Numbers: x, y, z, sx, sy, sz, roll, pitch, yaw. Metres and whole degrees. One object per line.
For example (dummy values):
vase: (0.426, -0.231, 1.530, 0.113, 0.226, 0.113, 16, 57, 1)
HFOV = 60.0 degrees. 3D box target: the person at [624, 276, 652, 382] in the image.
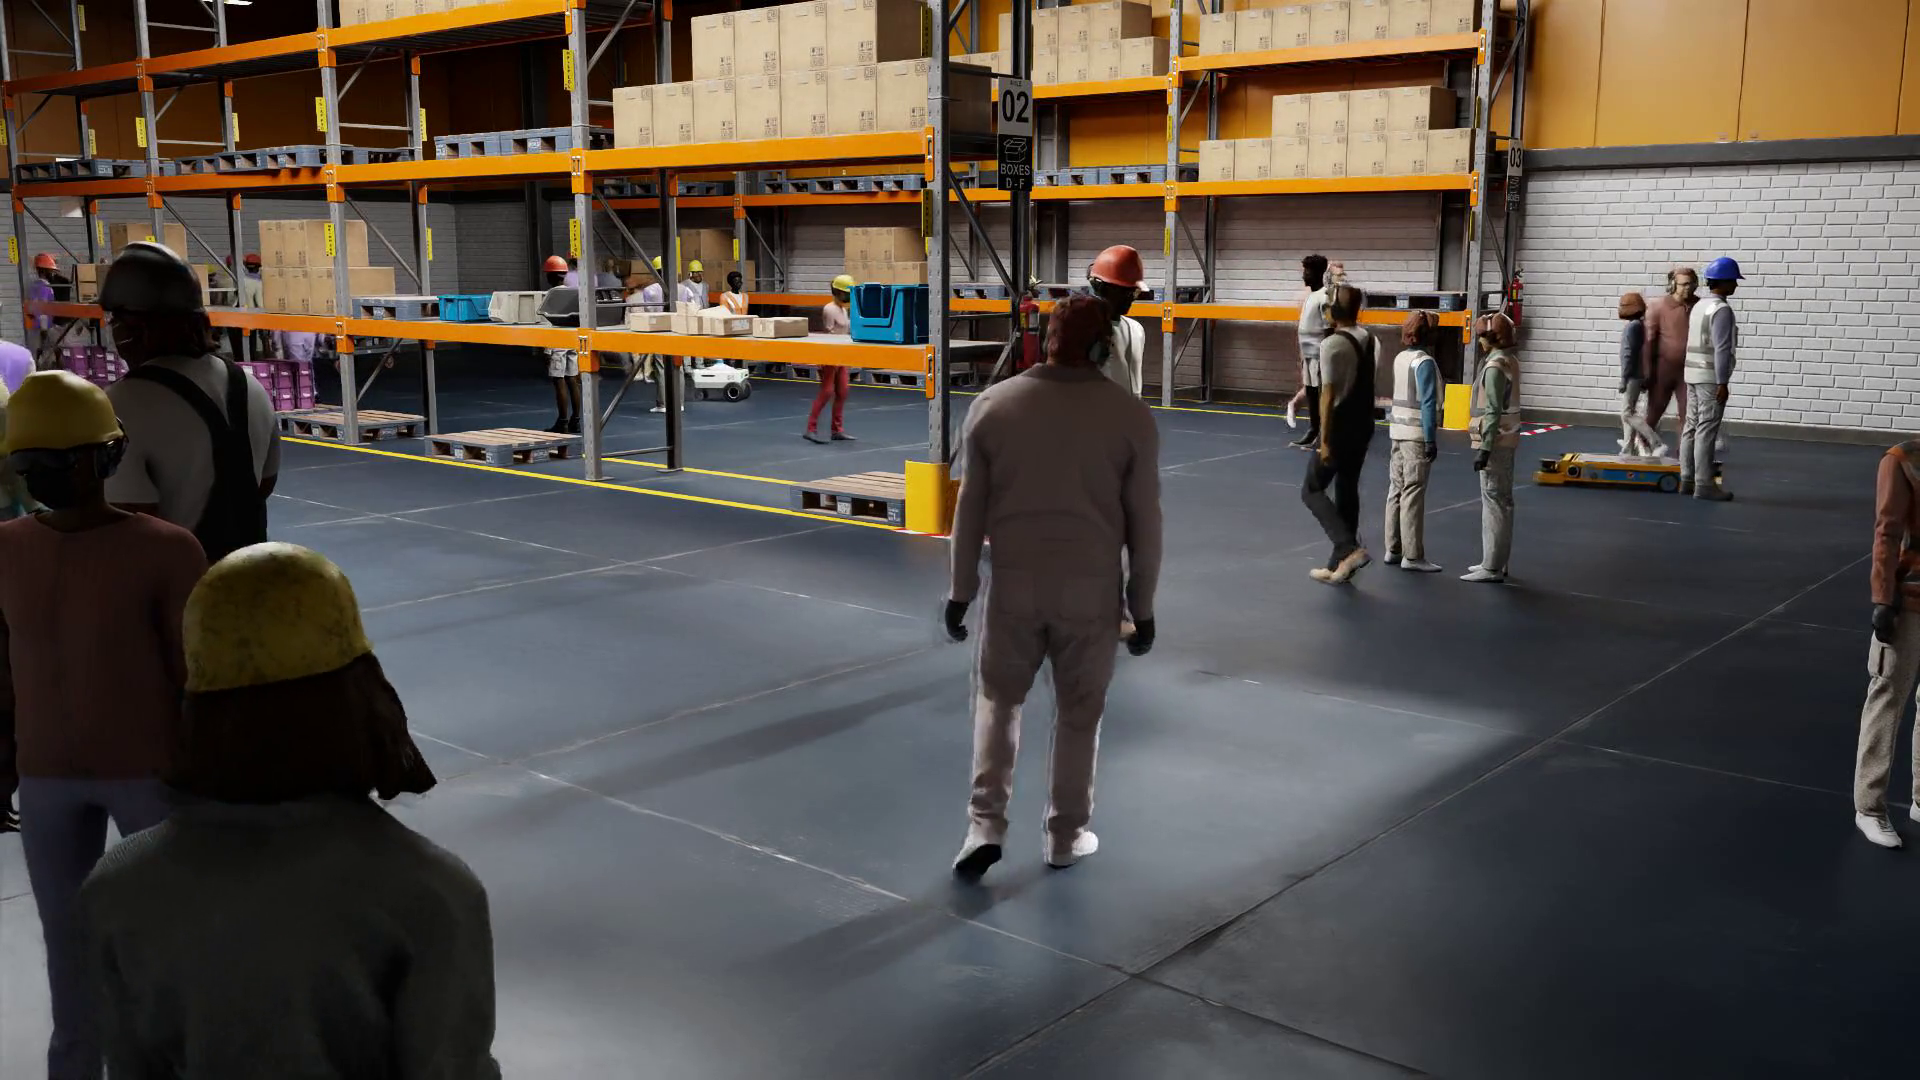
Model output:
person: (-4.853, -3.181, 25.170, 0.591, 1.598, 0.341, 5, 11, 28)

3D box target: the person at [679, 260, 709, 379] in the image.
person: (-4.106, -3.424, 25.861, 0.404, 1.835, 0.586, 9, 13, 41)

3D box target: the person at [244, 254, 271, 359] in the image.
person: (-11.300, -3.626, 26.733, 0.554, 1.932, 0.374, -1, 10, -5)

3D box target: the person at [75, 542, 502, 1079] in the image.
person: (-0.740, 0.860, 1.869, 0.489, 1.694, 0.843, 0, 10, -1)

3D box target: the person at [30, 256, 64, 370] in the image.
person: (-12.708, -2.997, 23.251, 0.558, 1.894, 0.852, 7, 12, 37)

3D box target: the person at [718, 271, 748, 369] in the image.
person: (-3.189, -2.955, 23.584, 0.321, 1.697, 0.530, 9, 13, 41)

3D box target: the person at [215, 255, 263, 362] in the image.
person: (-10.109, -3.030, 23.353, 0.608, 1.933, 0.999, -6, 12, -33)

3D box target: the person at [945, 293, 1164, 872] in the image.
person: (0.299, 0.169, 5.315, 0.691, 1.876, 0.598, 2, 10, 13)

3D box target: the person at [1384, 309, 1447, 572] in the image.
person: (2.864, -0.626, 10.479, 0.311, 1.642, 0.512, -1, 10, -8)

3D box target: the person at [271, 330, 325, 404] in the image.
person: (-8.196, -2.527, 20.664, 0.876, 1.880, 0.650, 9, 13, 41)

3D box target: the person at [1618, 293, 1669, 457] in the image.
person: (6.363, -1.488, 15.486, 0.566, 1.606, 0.519, 8, 12, 37)

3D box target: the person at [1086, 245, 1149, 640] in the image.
person: (0.764, -0.466, 8.455, 0.383, 2.036, 0.605, 8, 13, 40)

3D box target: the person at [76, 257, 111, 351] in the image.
person: (-12.075, -3.044, 23.524, 0.637, 1.887, 1.001, 5, 11, 27)

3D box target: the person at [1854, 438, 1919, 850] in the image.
person: (3.309, 0.226, 5.637, 0.513, 1.639, 0.311, -2, 10, -11)

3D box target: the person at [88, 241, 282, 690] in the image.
person: (-2.316, 0.164, 4.846, 0.537, 2.000, 0.683, 2, 10, 12)

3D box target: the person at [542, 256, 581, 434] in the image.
person: (-4.342, -2.101, 18.035, 0.359, 1.938, 0.544, 4, 11, 22)

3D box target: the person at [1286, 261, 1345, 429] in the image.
person: (3.916, -2.058, 17.927, 0.653, 1.887, 0.709, -7, 12, -33)

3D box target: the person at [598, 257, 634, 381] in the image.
person: (-5.380, -3.390, 25.537, 0.637, 1.898, 1.009, 8, 13, 37)

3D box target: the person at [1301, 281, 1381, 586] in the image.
person: (2.291, -0.616, 9.879, 0.522, 1.830, 0.434, -7, 12, -35)

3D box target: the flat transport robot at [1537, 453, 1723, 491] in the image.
flat transport robot: (5.712, -0.591, 14.180, 1.431, 0.197, 0.652, 5, 11, 24)

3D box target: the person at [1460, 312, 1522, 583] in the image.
person: (3.242, -0.558, 10.099, 0.311, 1.639, 0.514, 5, 11, 27)

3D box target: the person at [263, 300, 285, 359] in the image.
person: (-9.110, -2.905, 22.453, 0.612, 1.995, 0.382, 1, 10, 8)

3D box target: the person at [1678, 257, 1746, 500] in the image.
person: (6.080, -1.305, 13.470, 0.403, 1.948, 0.605, 1, 10, 3)

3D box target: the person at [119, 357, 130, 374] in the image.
person: (-7.342, -1.556, 15.203, 0.621, 1.845, 0.429, 0, 10, 0)

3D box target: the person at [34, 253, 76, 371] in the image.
person: (-13.273, -3.202, 24.293, 0.881, 1.933, 0.625, 3, 10, 15)

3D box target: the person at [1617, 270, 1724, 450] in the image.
person: (7.203, -1.785, 16.633, 0.999, 1.808, 0.533, 4, 11, 24)

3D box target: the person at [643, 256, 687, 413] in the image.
person: (-3.617, -2.515, 20.422, 0.587, 1.927, 0.365, -8, 13, -37)

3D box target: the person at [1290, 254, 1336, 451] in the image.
person: (3.556, -1.871, 16.645, 0.362, 1.963, 0.613, -1, 10, -6)

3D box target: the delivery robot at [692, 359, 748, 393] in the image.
delivery robot: (-3.173, -2.154, 22.008, 0.707, 0.478, 0.477, 1, 10, 6)

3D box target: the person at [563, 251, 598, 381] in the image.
person: (-5.799, -3.426, 25.316, 0.614, 2.026, 0.475, -2, 10, -13)

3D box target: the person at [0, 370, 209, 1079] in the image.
person: (-1.887, 0.511, 3.652, 0.526, 1.768, 0.331, 0, 10, -1)

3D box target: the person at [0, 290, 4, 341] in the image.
person: (-13.516, -2.815, 23.077, 0.507, 1.593, 0.842, 3, 11, 19)

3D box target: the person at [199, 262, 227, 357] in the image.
person: (-10.672, -3.028, 23.647, 0.446, 1.823, 0.626, 1, 10, 6)

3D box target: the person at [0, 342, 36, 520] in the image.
person: (-5.066, -0.382, 8.569, 0.577, 1.818, 0.726, -9, 13, -42)

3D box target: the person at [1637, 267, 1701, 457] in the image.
person: (6.636, -1.610, 15.503, 0.653, 1.865, 0.988, 0, 10, 2)

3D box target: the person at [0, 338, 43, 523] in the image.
person: (-4.509, -0.177, 7.534, 0.625, 1.799, 0.414, 2, 10, 9)

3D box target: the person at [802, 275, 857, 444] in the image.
person: (-1.344, -1.874, 17.299, 0.512, 1.742, 0.687, 3, 10, 17)
